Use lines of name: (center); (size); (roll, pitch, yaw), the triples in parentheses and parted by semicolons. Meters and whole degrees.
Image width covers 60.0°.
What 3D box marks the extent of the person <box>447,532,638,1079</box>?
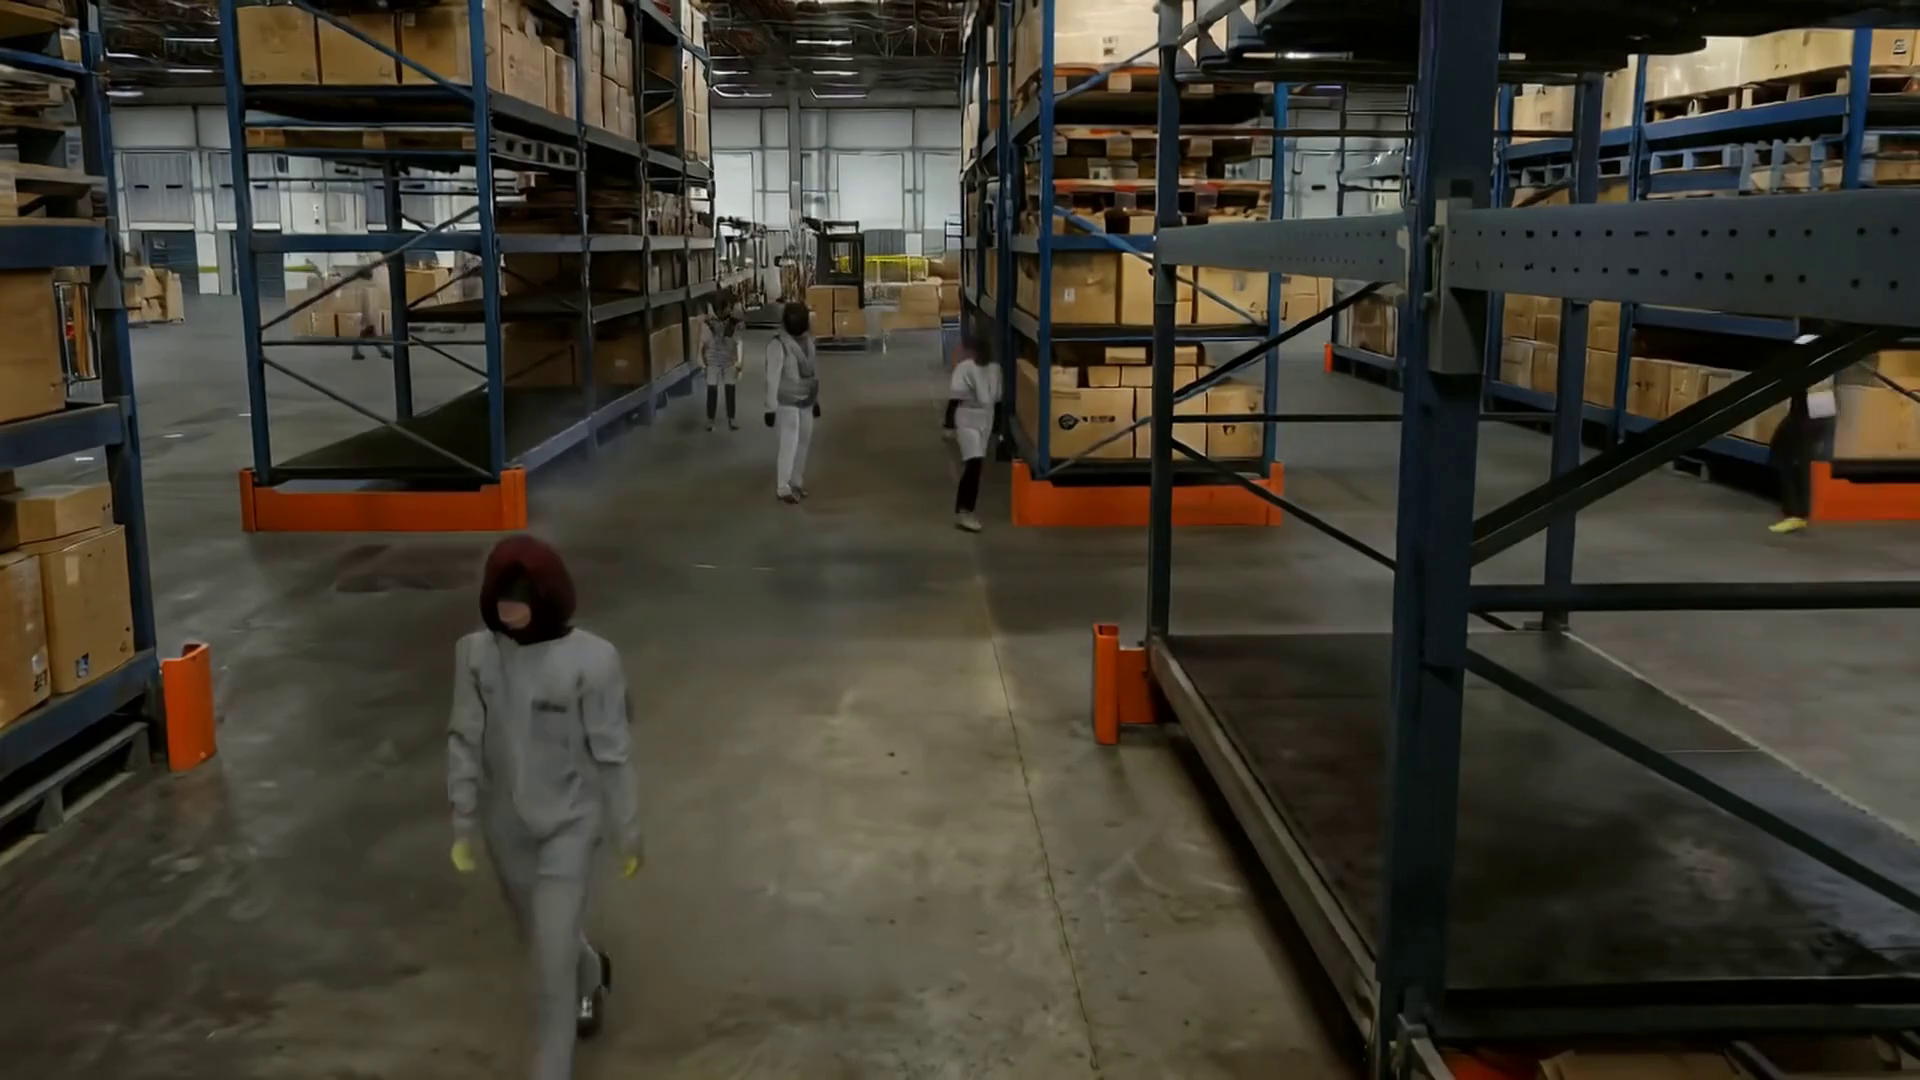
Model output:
person: (-1.105, 0.749, 4.523); (0.510, 1.606, 0.776); (3, 11, 15)

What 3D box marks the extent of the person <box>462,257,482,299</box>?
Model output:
person: (-14.159, -7.272, 48.363); (0.569, 1.896, 0.646); (-7, 13, -36)

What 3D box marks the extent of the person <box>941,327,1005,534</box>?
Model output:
person: (0.157, -0.875, 13.381); (0.635, 1.653, 0.588); (9, 14, 42)

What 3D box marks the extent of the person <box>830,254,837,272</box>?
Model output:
person: (-4.212, -8.445, 54.823); (0.371, 1.925, 0.595); (7, 12, 34)

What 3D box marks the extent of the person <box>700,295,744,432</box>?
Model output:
person: (-2.932, -2.170, 20.509); (0.540, 1.695, 0.317); (-4, 11, -19)

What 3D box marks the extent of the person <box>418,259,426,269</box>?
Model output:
person: (-20.284, -9.762, 62.789); (0.316, 1.698, 0.541); (0, 10, 2)

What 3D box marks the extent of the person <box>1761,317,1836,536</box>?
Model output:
person: (6.744, -0.977, 13.327); (0.629, 1.883, 0.465); (-9, 13, -40)

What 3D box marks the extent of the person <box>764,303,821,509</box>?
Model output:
person: (-1.504, -1.215, 14.911); (0.528, 1.808, 0.813); (5, 11, 25)

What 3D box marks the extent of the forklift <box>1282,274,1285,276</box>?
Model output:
forklift: (12.240, -10.302, 62.509); (1.129, 2.768, 1.873); (0, 10, -2)

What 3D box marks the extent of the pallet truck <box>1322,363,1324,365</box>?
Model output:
pallet truck: (7.712, -4.157, 30.737); (1.885, 1.965, 0.823); (3, 11, 16)

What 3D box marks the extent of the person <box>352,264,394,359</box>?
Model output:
person: (-11.776, -4.556, 33.245); (0.951, 1.888, 0.566); (-1, 10, -5)

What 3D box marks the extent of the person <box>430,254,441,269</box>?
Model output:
person: (-17.031, -8.325, 54.161); (0.373, 1.933, 0.623); (-7, 12, -34)

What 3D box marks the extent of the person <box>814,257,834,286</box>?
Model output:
person: (-3.656, -6.671, 44.908); (0.643, 1.939, 0.635); (1, 10, 8)

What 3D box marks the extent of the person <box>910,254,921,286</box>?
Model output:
person: (-1.783, -10.069, 64.013); (1.000, 1.891, 0.553); (-6, 12, -30)

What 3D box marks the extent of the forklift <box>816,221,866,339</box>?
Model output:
forklift: (-2.773, -6.050, 38.826); (1.129, 2.768, 1.873); (0, 10, -2)
